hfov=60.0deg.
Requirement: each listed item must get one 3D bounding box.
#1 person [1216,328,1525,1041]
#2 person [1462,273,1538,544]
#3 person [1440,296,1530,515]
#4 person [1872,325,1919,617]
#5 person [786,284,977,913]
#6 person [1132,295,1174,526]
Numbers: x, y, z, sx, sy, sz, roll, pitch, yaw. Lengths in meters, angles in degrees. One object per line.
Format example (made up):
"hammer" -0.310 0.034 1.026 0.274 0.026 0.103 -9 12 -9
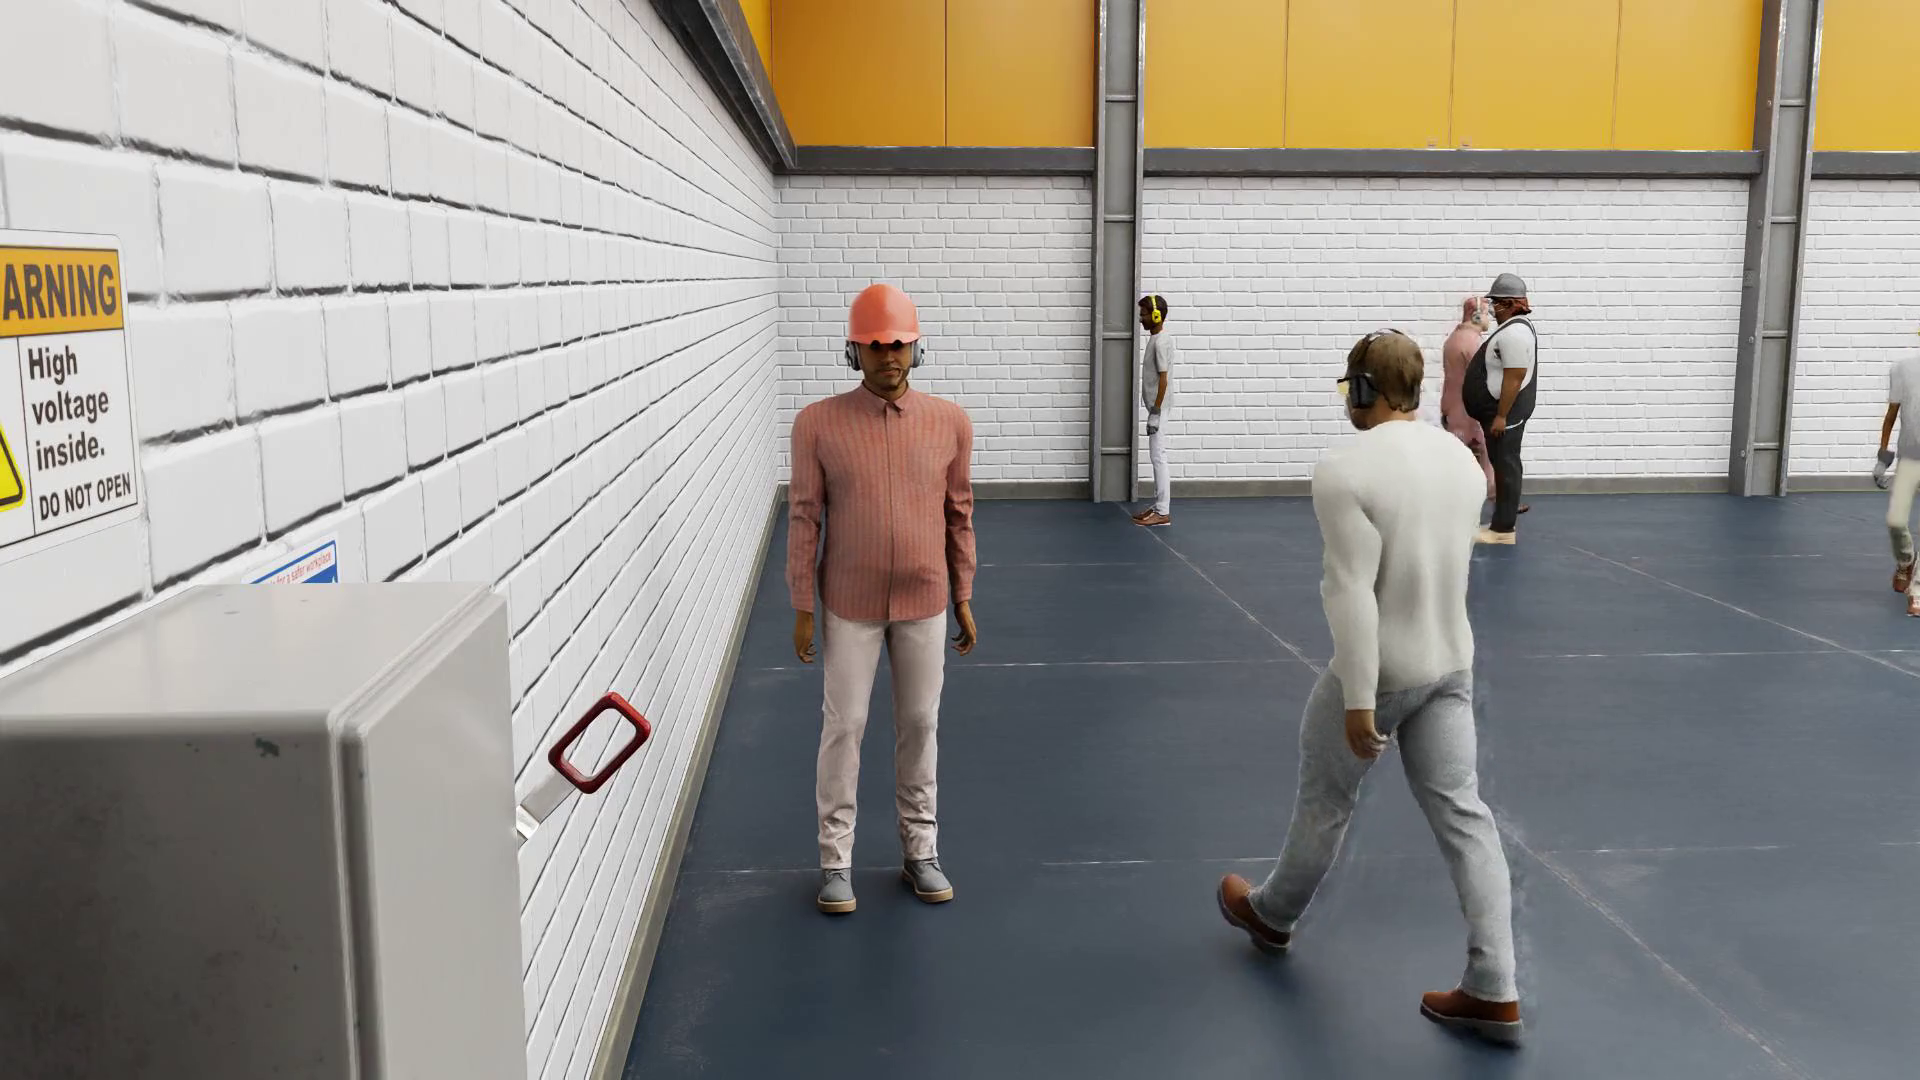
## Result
"person" 1.187 0.359 4.610 0.647 1.872 1.081 -5 10 -30
"person" 4.073 -0.993 12.594 0.535 2.000 0.673 4 10 22
"person" 4.217 -1.070 13.664 1.012 1.848 0.668 0 9 2
"person" 5.814 -0.489 10.013 0.542 1.852 0.672 6 11 32
"person" -0.238 0.191 5.299 0.622 1.992 0.394 -3 9 -16
"person" 1.570 -1.042 13.463 0.329 1.865 0.516 1 9 6
